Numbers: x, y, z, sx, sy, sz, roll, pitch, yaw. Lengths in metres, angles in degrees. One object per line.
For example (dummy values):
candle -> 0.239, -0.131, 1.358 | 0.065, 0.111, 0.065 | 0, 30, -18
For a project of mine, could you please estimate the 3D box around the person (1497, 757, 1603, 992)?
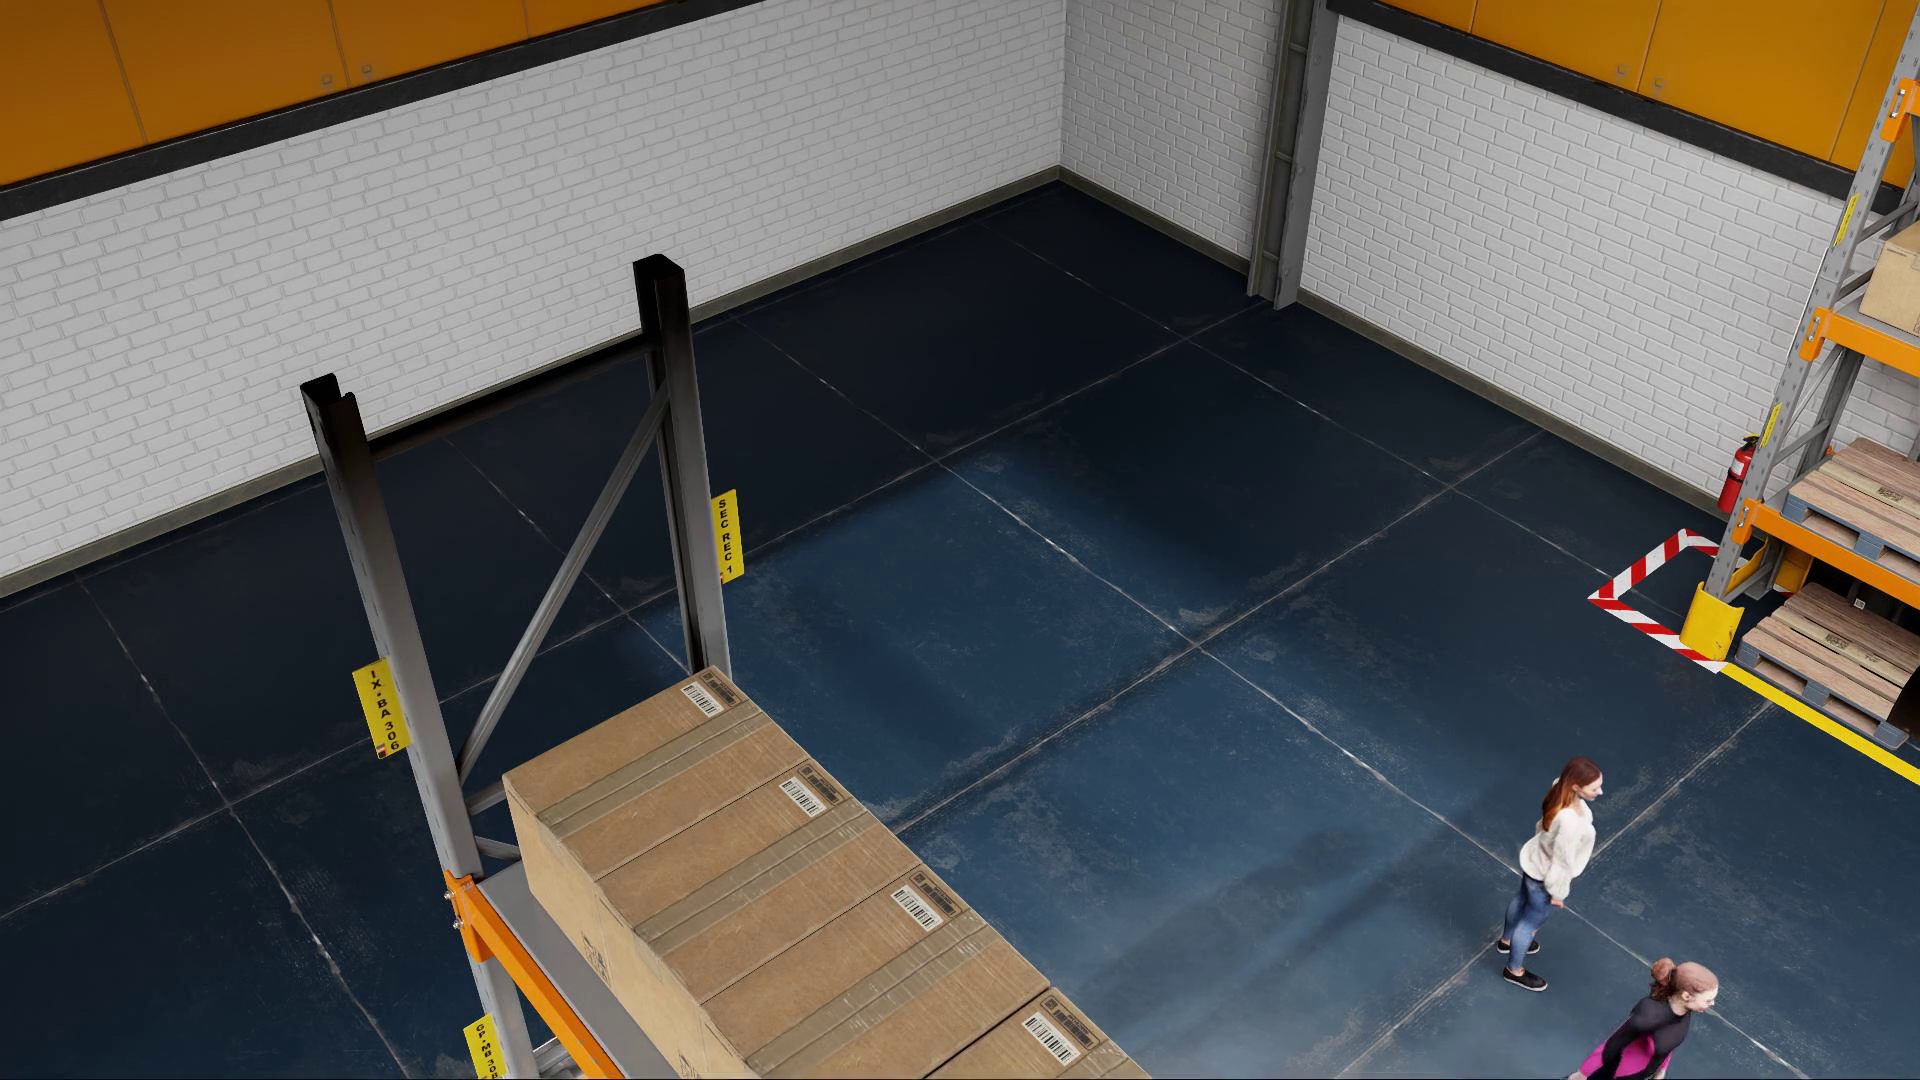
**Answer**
person -> 3.316, 1.858, 9.400 | 0.742, 1.693, 0.706 | 8, 39, 10

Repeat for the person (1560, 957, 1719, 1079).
person -> 3.300, 2.654, 8.418 | 0.668, 1.675, 1.136 | -20, 43, -23
